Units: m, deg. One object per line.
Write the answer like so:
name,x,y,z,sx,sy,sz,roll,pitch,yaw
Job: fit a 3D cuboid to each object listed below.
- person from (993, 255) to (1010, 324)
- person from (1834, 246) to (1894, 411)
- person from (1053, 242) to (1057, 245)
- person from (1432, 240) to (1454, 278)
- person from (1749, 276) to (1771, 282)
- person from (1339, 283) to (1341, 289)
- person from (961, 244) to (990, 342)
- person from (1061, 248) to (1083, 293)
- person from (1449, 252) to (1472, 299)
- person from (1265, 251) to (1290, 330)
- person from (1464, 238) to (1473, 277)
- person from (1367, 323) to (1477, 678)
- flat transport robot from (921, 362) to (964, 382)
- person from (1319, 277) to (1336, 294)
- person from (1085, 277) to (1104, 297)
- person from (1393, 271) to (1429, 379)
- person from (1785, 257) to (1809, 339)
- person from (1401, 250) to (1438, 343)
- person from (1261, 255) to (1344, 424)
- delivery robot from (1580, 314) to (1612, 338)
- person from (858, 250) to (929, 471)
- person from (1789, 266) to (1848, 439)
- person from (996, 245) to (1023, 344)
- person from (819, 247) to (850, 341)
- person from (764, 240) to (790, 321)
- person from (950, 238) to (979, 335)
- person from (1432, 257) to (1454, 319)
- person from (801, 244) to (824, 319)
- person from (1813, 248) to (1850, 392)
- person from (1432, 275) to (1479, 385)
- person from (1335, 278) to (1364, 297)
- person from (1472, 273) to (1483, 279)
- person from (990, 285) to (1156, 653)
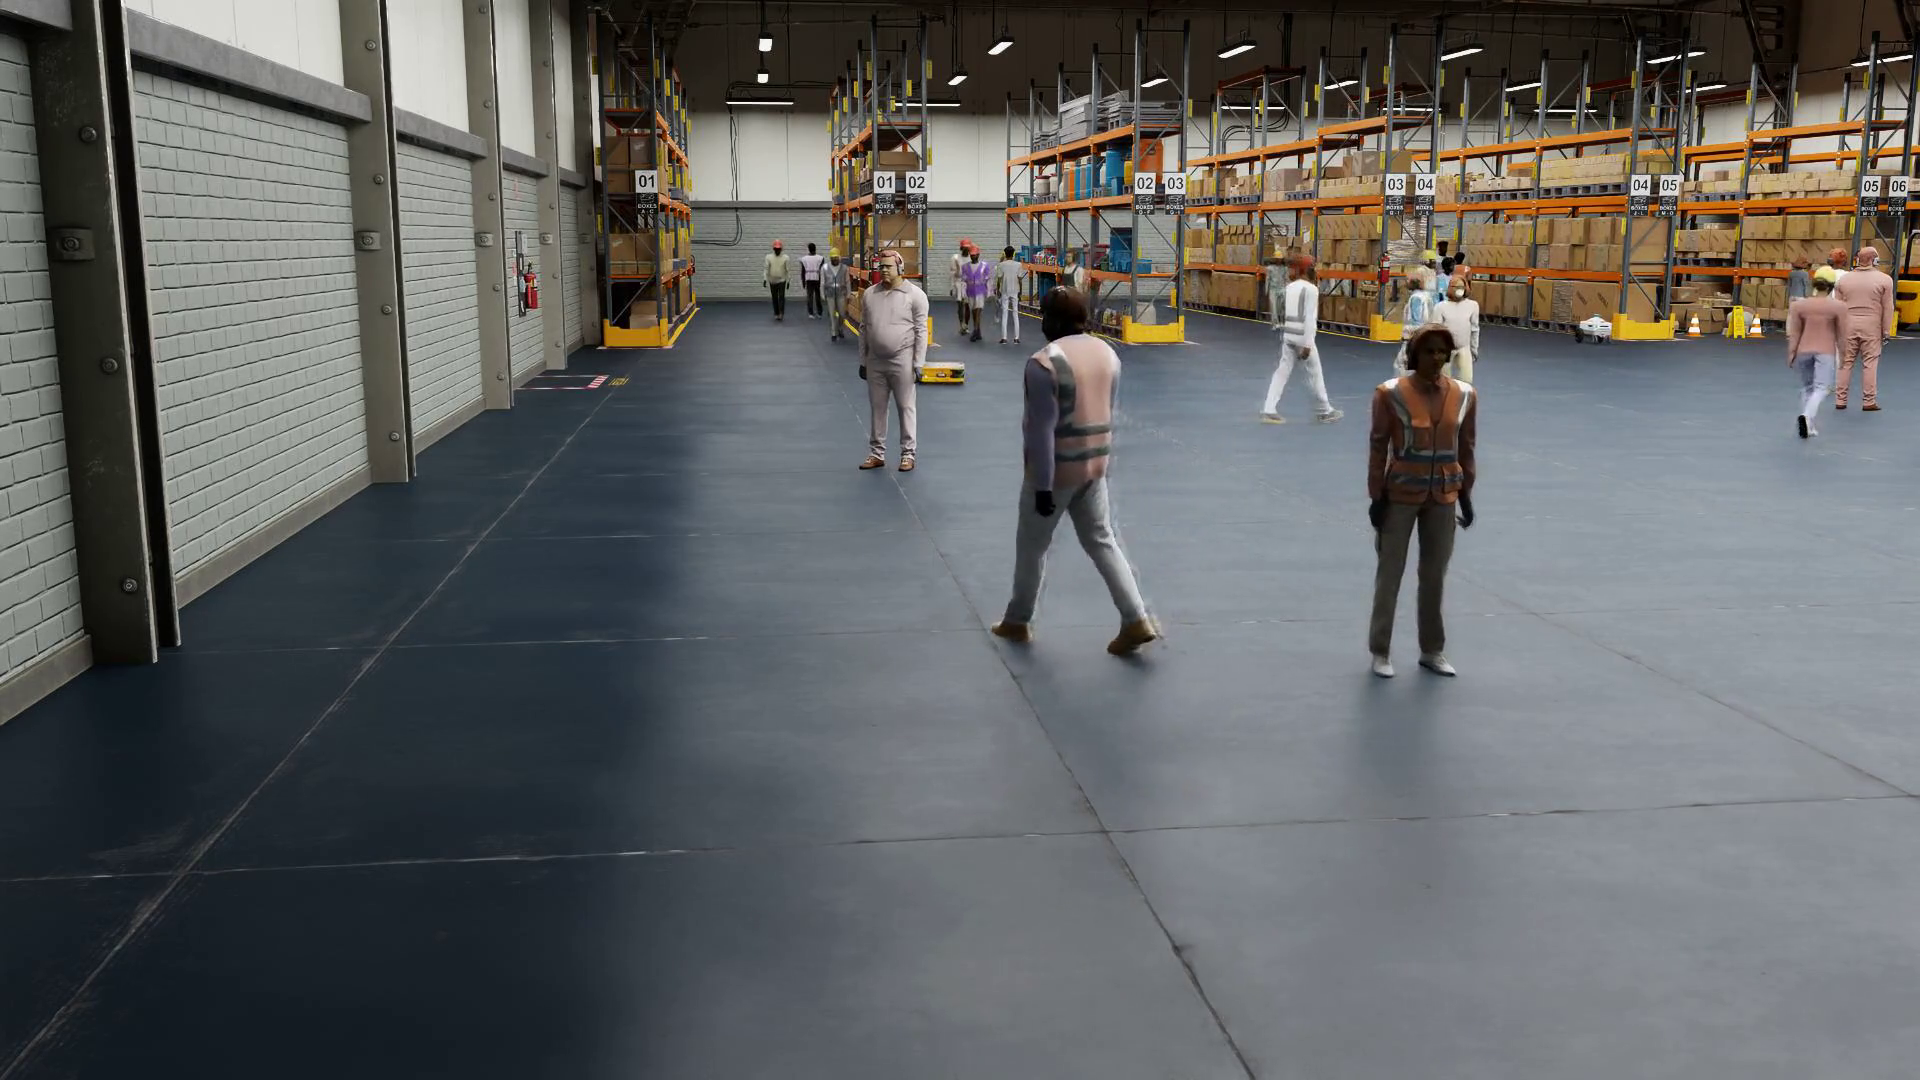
person,1.026,-5.819,38.647,0.514,1.623,0.416,-2,11,-11
person,10.577,-2.469,19.488,0.643,1.913,0.410,10,14,43
person,2.787,-7.790,48.749,0.638,1.885,1.037,-2,11,-12
person,11.266,-6.039,38.937,0.638,1.953,0.498,-3,11,-15
person,19.771,-6.435,41.049,0.613,1.973,0.801,0,10,-2
person,11.495,-7.826,49.151,0.919,1.803,0.565,-1,10,-5
person,0.316,-4.844,32.604,0.557,1.889,1.015,2,11,12
person,2.001,-4.204,29.215,0.614,1.833,0.510,-9,14,-42
person,10.809,-5.386,36.066,0.534,1.697,0.318,2,11,13
person,6.874,-5.356,35.853,0.512,1.698,0.865,-2,10,-9
person,15.197,-8.146,50.251,1.035,2.000,0.679,0,10,1
person,2.124,-0.181,7.691,0.520,1.639,0.309,-1,10,-8
flat transport robot,-0.267,-2.375,23.470,0.652,0.197,1.431,0,10,0
person,10.474,-7.472,47.267,0.638,1.798,0.983,-1,10,-8
person,3.622,-6.972,44.598,0.531,1.747,0.661,-2,11,-12
person,5.285,-2.362,19.673,0.588,1.616,0.546,4,11,20
person,16.625,-4.793,32.987,0.281,1.634,0.498,-4,11,-19
person,8.738,-4.545,31.229,0.948,1.790,0.600,9,13,39
person,3.720,-2.171,18.084,1.002,1.829,0.589,-5,11,-24
delivery robot,12.087,-4.051,31.620,0.477,0.478,0.707,-1,10,-5
person,-0.602,-1.550,14.455,0.639,1.911,0.406,4,11,22
person,8.585,-1.873,16.697,0.740,1.746,0.532,-10,14,-43
person,0.939,-4.664,31.619,0.513,1.876,0.328,-1,10,-6
person,-2.432,-4.769,32.351,0.611,1.812,0.459,-1,10,-6
person,-4.441,-6.294,40.402,0.628,1.944,1.043,0,10,2
person,0.126,-5.243,34.477,0.632,1.984,1.060,-1,10,-7
person,8.473,-4.048,28.799,0.792,1.656,0.549,8,13,38
person,-3.659,-6.444,41.444,0.608,1.860,1.038,1,10,7
person,11.187,-2.785,21.312,0.639,1.880,0.355,0,10,0
person,5.292,-2.003,17.720,0.534,1.612,0.587,0,10,1
person,9.221,-6.067,39.241,0.661,1.893,0.976,-1,10,-4
person,15.989,-8.265,51.390,0.311,1.864,0.533,-3,11,-15
person,0.563,-0.337,8.131,0.633,1.808,0.950,-9,14,-42
